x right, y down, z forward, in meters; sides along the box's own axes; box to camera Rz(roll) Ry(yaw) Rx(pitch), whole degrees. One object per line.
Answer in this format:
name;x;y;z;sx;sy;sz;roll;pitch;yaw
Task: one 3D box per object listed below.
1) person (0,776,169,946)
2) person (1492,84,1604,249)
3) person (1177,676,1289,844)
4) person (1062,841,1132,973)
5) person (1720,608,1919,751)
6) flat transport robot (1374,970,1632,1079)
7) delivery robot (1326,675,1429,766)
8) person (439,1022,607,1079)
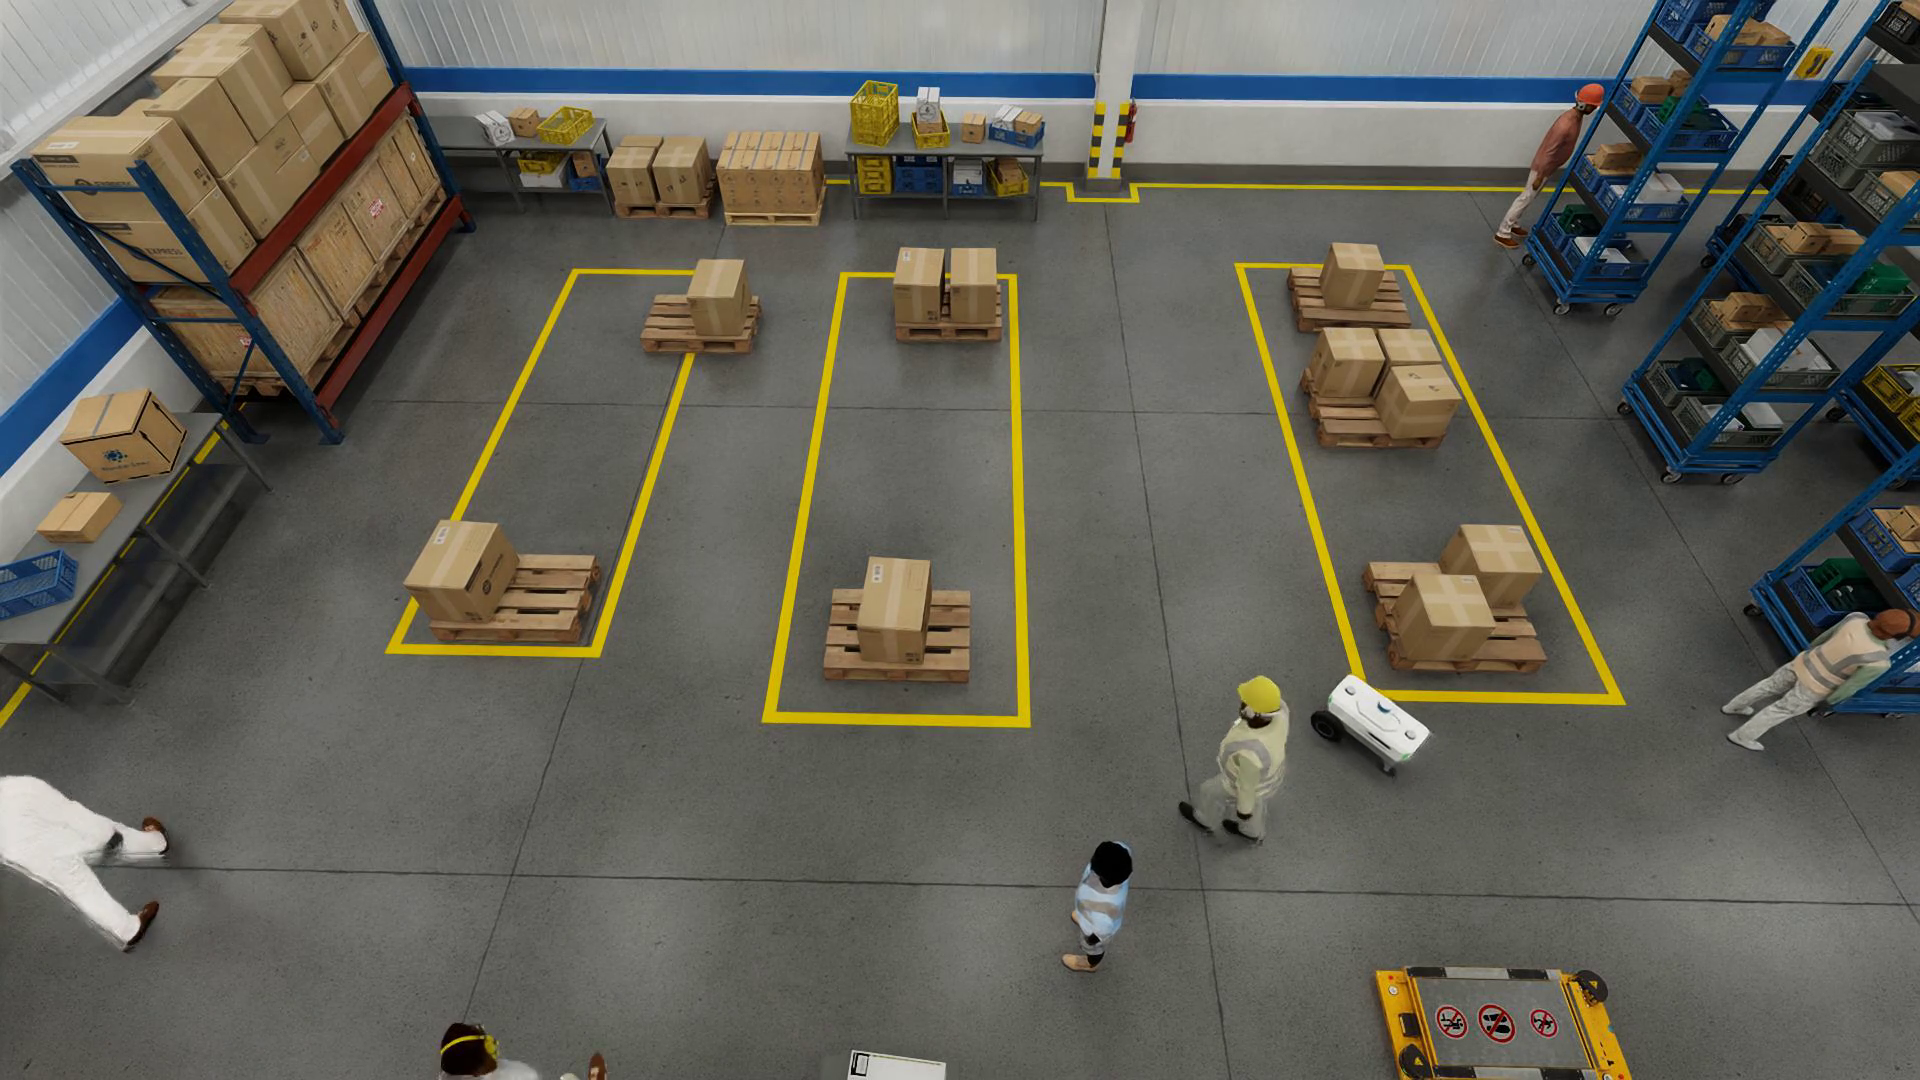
person;-5.827;1.912;5.900;0.659;1.855;0.942;-19;53;-15
person;7.094;-4.484;11.030;0.415;1.985;0.611;34;58;25
person;1.933;1.544;6.235;0.724;1.785;0.612;32;58;24
person;0.857;2.280;5.696;0.316;1.693;0.541;14;52;11
person;6.334;1.011;6.778;0.327;1.628;0.515;11;52;9
flat transport robot;3.501;3.133;5.914;1.431;0.197;0.652;1;51;1
delivery robot;3.222;1.386;7.098;0.477;0.478;0.707;-36;59;-25
person;-2.345;3.045;4.994;0.540;1.820;0.875;-5;51;-4
